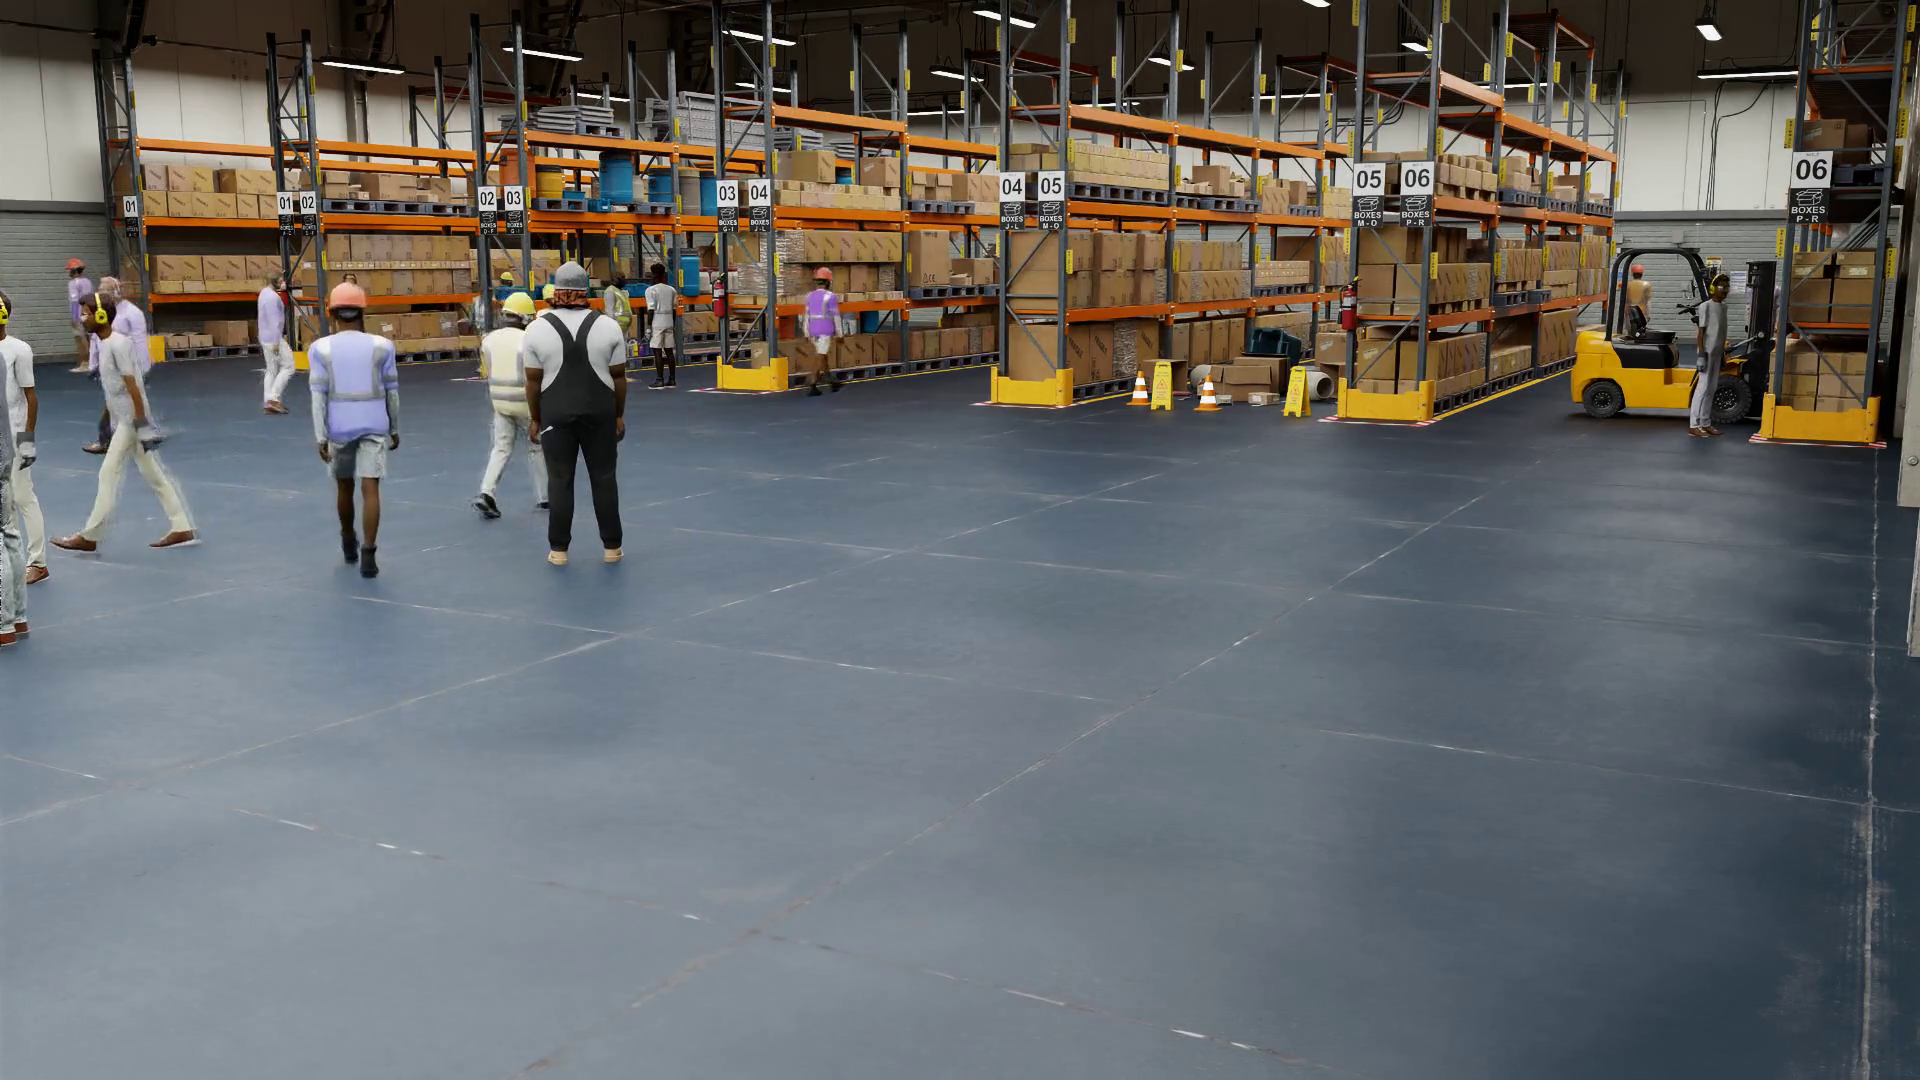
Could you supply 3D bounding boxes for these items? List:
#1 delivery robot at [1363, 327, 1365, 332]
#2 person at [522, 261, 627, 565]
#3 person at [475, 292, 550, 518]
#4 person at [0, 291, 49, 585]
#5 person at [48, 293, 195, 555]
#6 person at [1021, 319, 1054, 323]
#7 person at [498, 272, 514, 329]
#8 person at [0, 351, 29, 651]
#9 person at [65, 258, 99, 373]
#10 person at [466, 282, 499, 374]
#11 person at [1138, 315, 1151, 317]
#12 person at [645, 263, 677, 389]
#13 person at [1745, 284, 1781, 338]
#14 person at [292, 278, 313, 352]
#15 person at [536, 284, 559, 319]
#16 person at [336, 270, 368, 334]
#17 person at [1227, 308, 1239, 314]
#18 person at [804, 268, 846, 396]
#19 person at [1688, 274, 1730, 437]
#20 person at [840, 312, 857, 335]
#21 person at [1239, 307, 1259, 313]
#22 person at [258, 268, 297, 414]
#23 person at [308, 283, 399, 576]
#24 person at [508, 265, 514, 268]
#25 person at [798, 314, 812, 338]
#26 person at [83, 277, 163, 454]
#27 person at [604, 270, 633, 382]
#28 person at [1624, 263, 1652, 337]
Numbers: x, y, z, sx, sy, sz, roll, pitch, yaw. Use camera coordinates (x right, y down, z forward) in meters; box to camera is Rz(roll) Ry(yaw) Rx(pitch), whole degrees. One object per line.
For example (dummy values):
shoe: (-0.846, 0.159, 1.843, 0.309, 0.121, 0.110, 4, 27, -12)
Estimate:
delivery robot: (9.170, -4.651, 37.538, 0.707, 0.478, 0.477, -2, 10, -12)
person: (-2.595, -0.856, 11.251, 0.672, 2.000, 0.536, -3, 10, -15)
person: (-3.549, -1.075, 13.253, 0.592, 1.799, 0.860, 4, 10, 20)
person: (-6.038, -0.641, 10.494, 0.510, 1.872, 0.329, 4, 11, 23)
person: (-5.897, -0.802, 11.608, 0.973, 1.806, 0.519, -6, 11, -30)
person: (1.250, -3.544, 27.024, 0.606, 2.035, 0.403, 5, 11, 29)
person: (-8.788, -4.305, 32.254, 0.526, 1.765, 0.329, 9, 13, 44)
person: (-5.175, -0.375, 8.741, 0.369, 1.936, 0.630, -2, 10, -11)
person: (-15.702, -4.005, 29.684, 0.392, 2.042, 0.614, 1, 10, 5)
person: (-8.449, -3.729, 29.318, 0.521, 1.610, 0.763, 5, 11, 28)
person: (3.805, -4.752, 35.064, 0.538, 1.695, 0.320, 7, 12, 35)
person: (-4.681, -3.336, 25.985, 0.363, 1.963, 0.612, 7, 12, 36)
person: (13.917, -3.792, 28.821, 0.580, 1.918, 0.405, 5, 11, 26)
person: (-13.661, -4.612, 34.460, 0.496, 1.626, 0.278, -1, 10, -8)
person: (-5.229, -2.475, 21.672, 0.537, 1.727, 0.756, -2, 10, -14)
person: (-9.729, -3.383, 26.615, 0.332, 1.844, 0.518, 9, 13, 42)
person: (5.984, -5.013, 36.574, 0.440, 1.699, 0.570, -1, 10, -6)
person: (-1.981, -3.110, 24.884, 0.565, 1.883, 0.993, 7, 12, 34)
person: (8.674, -2.120, 19.170, 0.535, 1.862, 0.314, -7, 12, -36)
person: (-2.130, -4.265, 32.398, 0.502, 1.632, 0.280, 8, 13, 40)
person: (6.502, -5.273, 37.629, 0.951, 1.871, 0.655, -7, 12, -36)
person: (-8.961, -2.594, 21.777, 0.461, 1.918, 0.654, -5, 11, -29)
person: (-3.999, -0.745, 11.029, 0.550, 1.884, 0.988, -3, 10, -19)
person: (-9.793, -5.117, 36.655, 0.584, 1.882, 0.337, 5, 11, 28)
person: (-2.564, -3.908, 29.460, 0.629, 1.931, 0.374, 0, 10, -1)
person: (-8.978, -1.865, 17.724, 0.655, 1.853, 1.021, 5, 11, 26)
person: (-5.557, -3.466, 27.118, 0.429, 1.841, 0.634, 2, 10, 9)
person: (13.442, -4.530, 33.091, 0.567, 1.926, 0.508, 6, 11, 30)
